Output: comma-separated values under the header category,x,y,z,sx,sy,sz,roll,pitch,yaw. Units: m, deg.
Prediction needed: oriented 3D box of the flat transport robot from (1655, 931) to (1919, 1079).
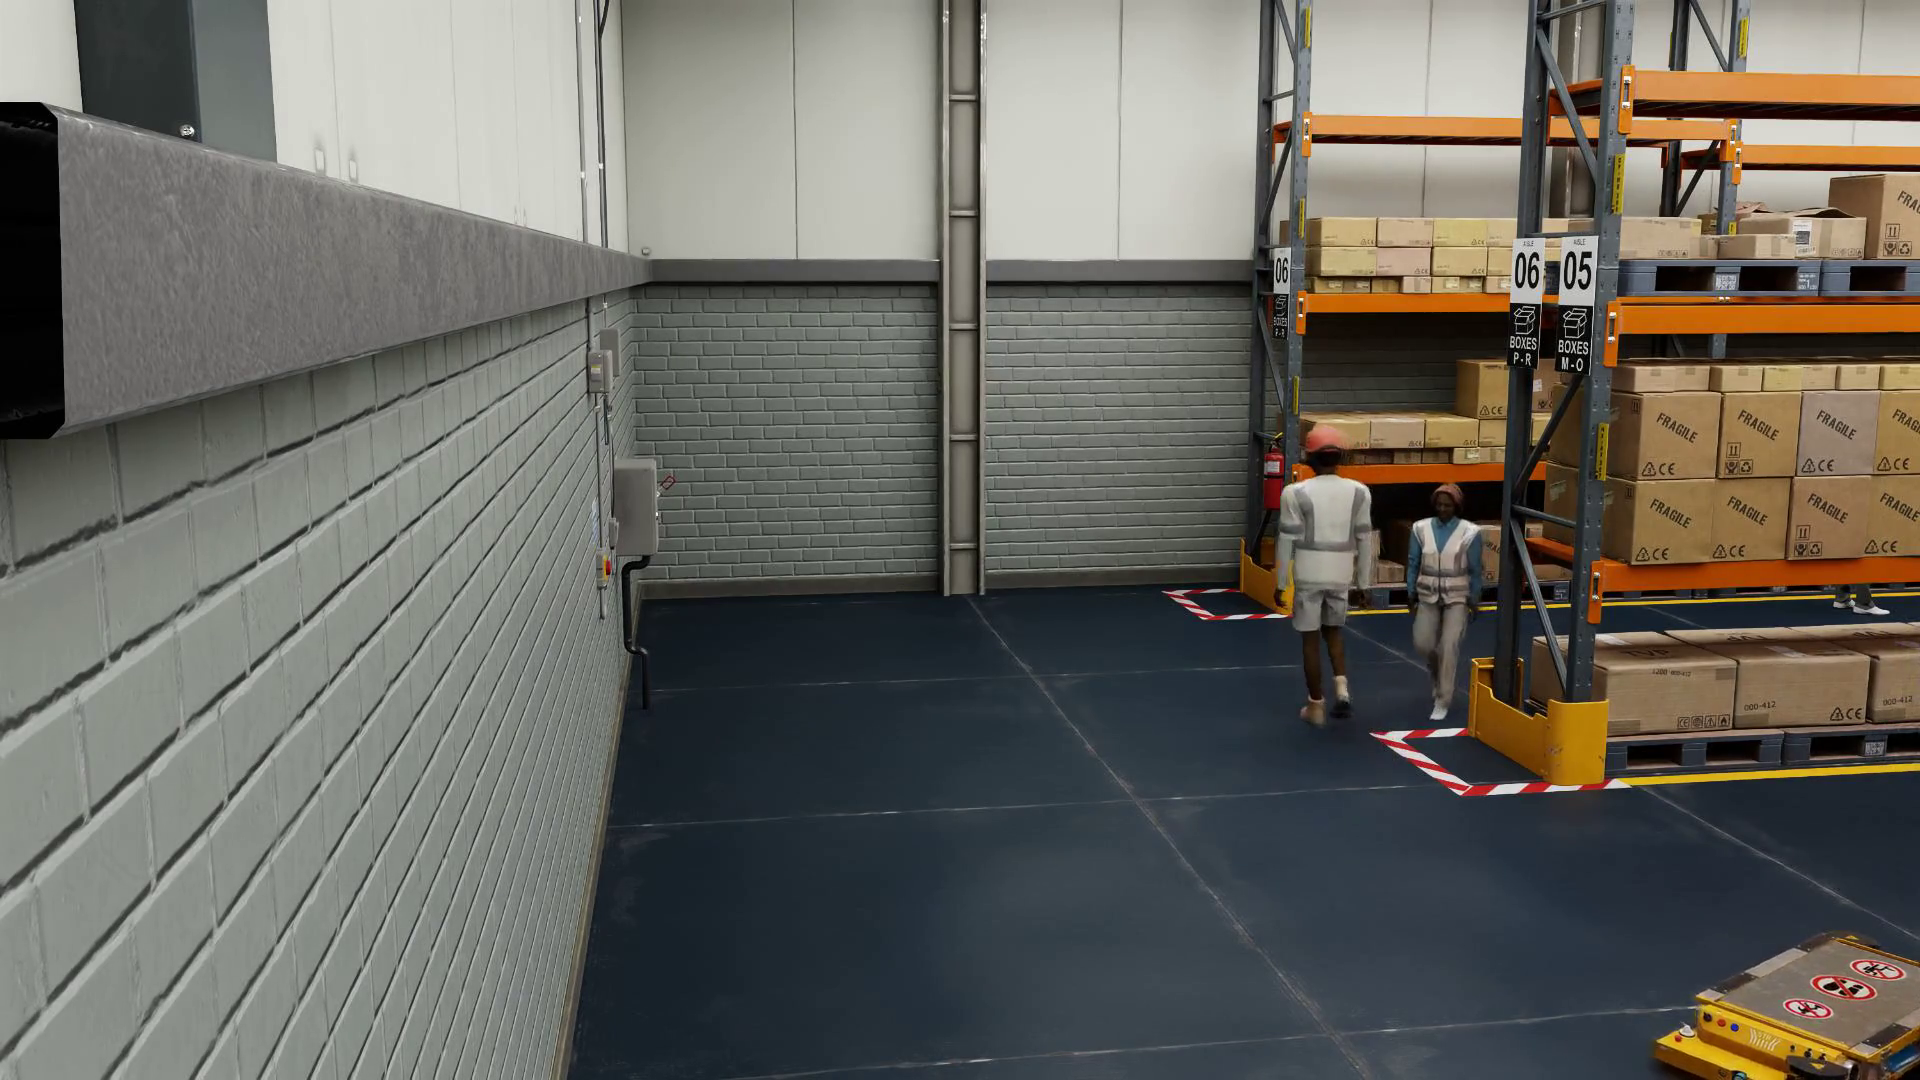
category,x,y,z,sx,sy,sz,roll,pitch,yaw
flat transport robot,3.405,1.858,6.480,1.431,0.197,0.652,-7,12,-37

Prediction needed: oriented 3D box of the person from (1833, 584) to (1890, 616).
category,x,y,z,sx,sy,sz,roll,pitch,yaw
person,8.011,-0.296,14.703,0.381,1.917,0.586,-2,9,-9

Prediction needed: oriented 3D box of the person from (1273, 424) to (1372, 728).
category,x,y,z,sx,sy,sz,roll,pitch,yaw
person,2.393,0.245,11.026,0.624,2.021,0.461,-1,9,-9

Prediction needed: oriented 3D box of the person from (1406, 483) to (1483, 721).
category,x,y,z,sx,sy,sz,roll,pitch,yaw
person,3.313,0.400,11.346,0.523,1.617,0.513,6,11,33
